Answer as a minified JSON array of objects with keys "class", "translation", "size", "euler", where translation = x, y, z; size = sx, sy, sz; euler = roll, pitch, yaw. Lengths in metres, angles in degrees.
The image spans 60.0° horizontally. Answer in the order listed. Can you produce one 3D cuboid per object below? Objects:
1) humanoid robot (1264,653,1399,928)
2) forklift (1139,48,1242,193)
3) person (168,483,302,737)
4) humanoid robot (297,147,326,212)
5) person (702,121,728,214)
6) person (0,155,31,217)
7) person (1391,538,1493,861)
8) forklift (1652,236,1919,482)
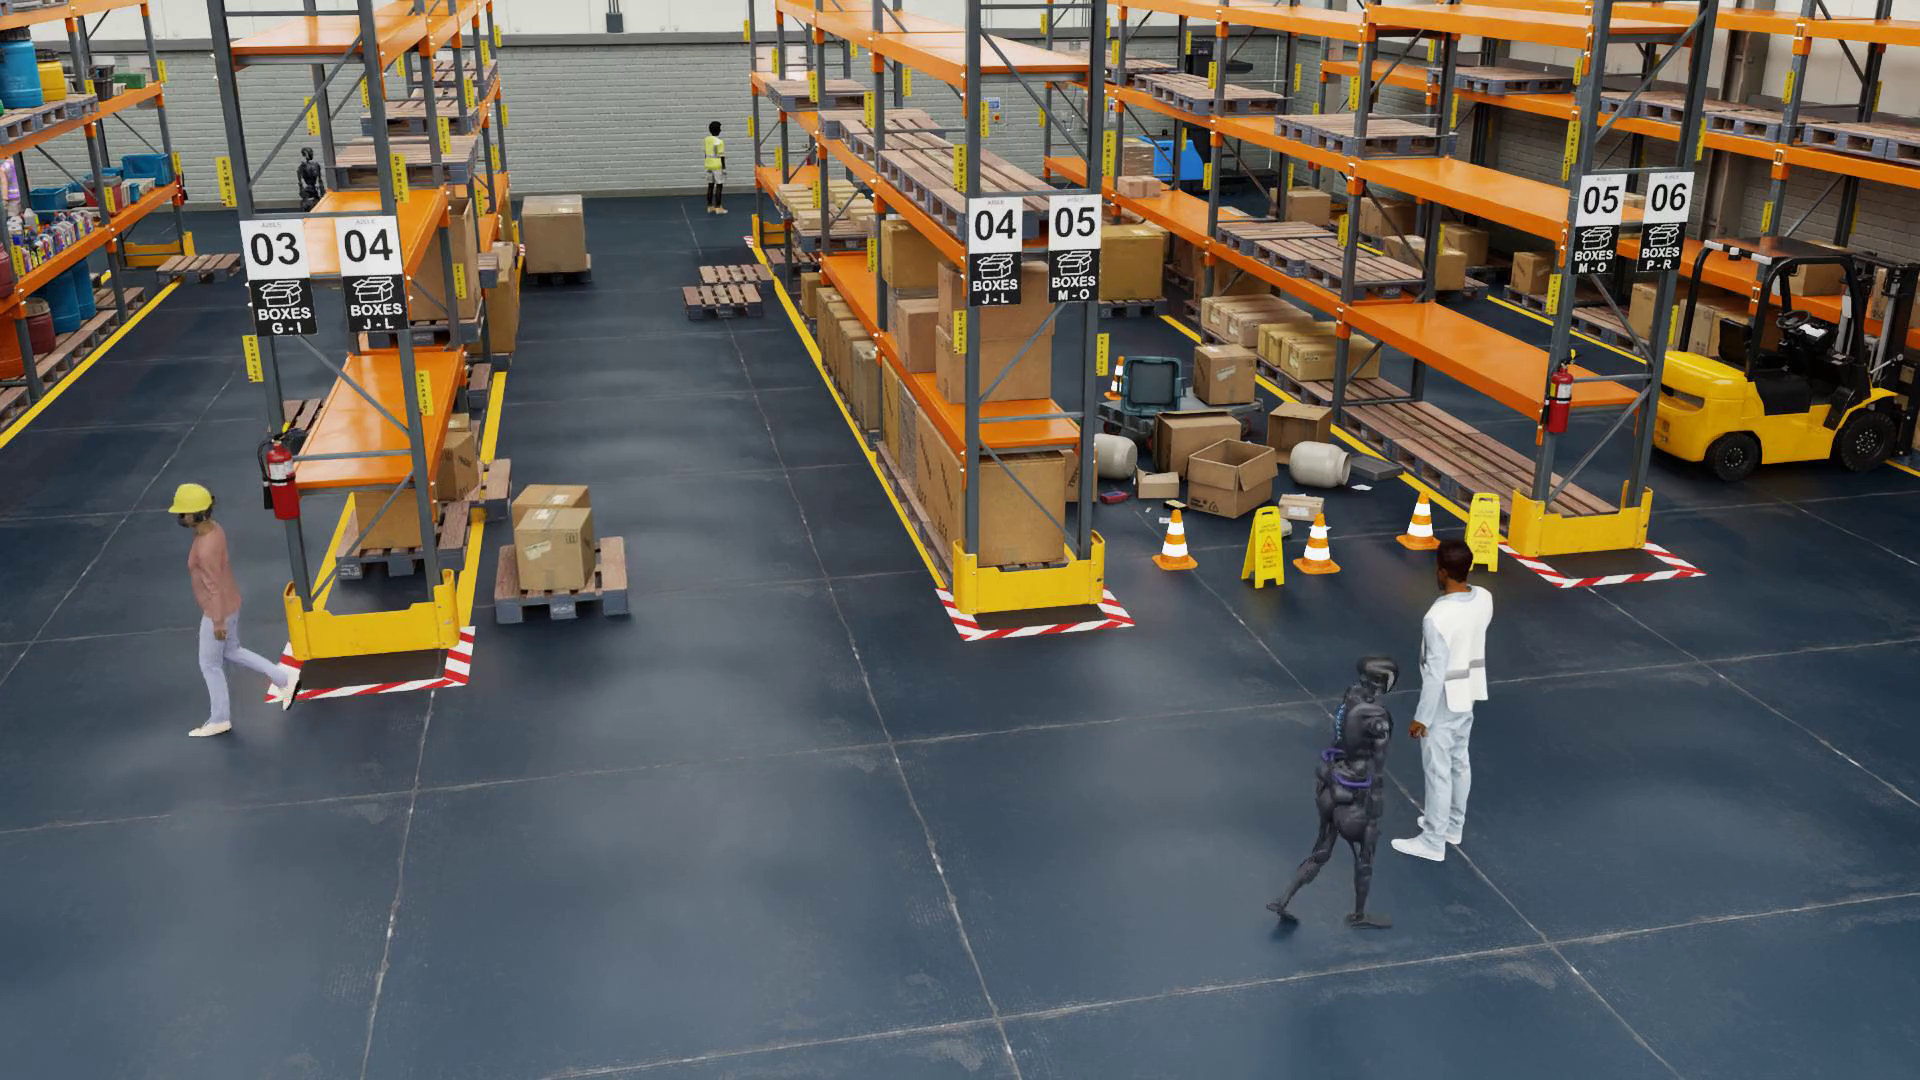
[{"class":"humanoid robot","translation":[1.981,1.323,8.697],"size":[0.690,1.653,0.608],"euler":[0,20,1]},{"class":"forklift","translation":[4.566,-8.313,32.860],"size":[1.873,2.768,1.129],"euler":[-4,21,-12]},{"class":"person","translation":[-4.796,0.439,10.899],"size":[0.649,1.745,0.527],"euler":[-6,21,-15]},{"class":"humanoid robot","translation":[-10.761,-5.663,27.451],"size":[0.633,1.631,0.589],"euler":[7,21,18]},{"class":"person","translation":[-4.502,-6.848,30.605],"size":[0.537,1.686,0.321],"euler":[16,26,37]},{"class":"person","translation":[-15.369,-5.562,27.145],"size":[0.349,1.688,0.491],"euler":[11,23,26]},{"class":"person","translation":[2.753,0.908,9.394],"size":[0.397,1.917,0.589],"euler":[18,27,40]},{"class":"forklift","translation":[8.013,-1.814,16.330],"size":[2.313,2.155,1.214],"euler":[-4,21,-12]}]
